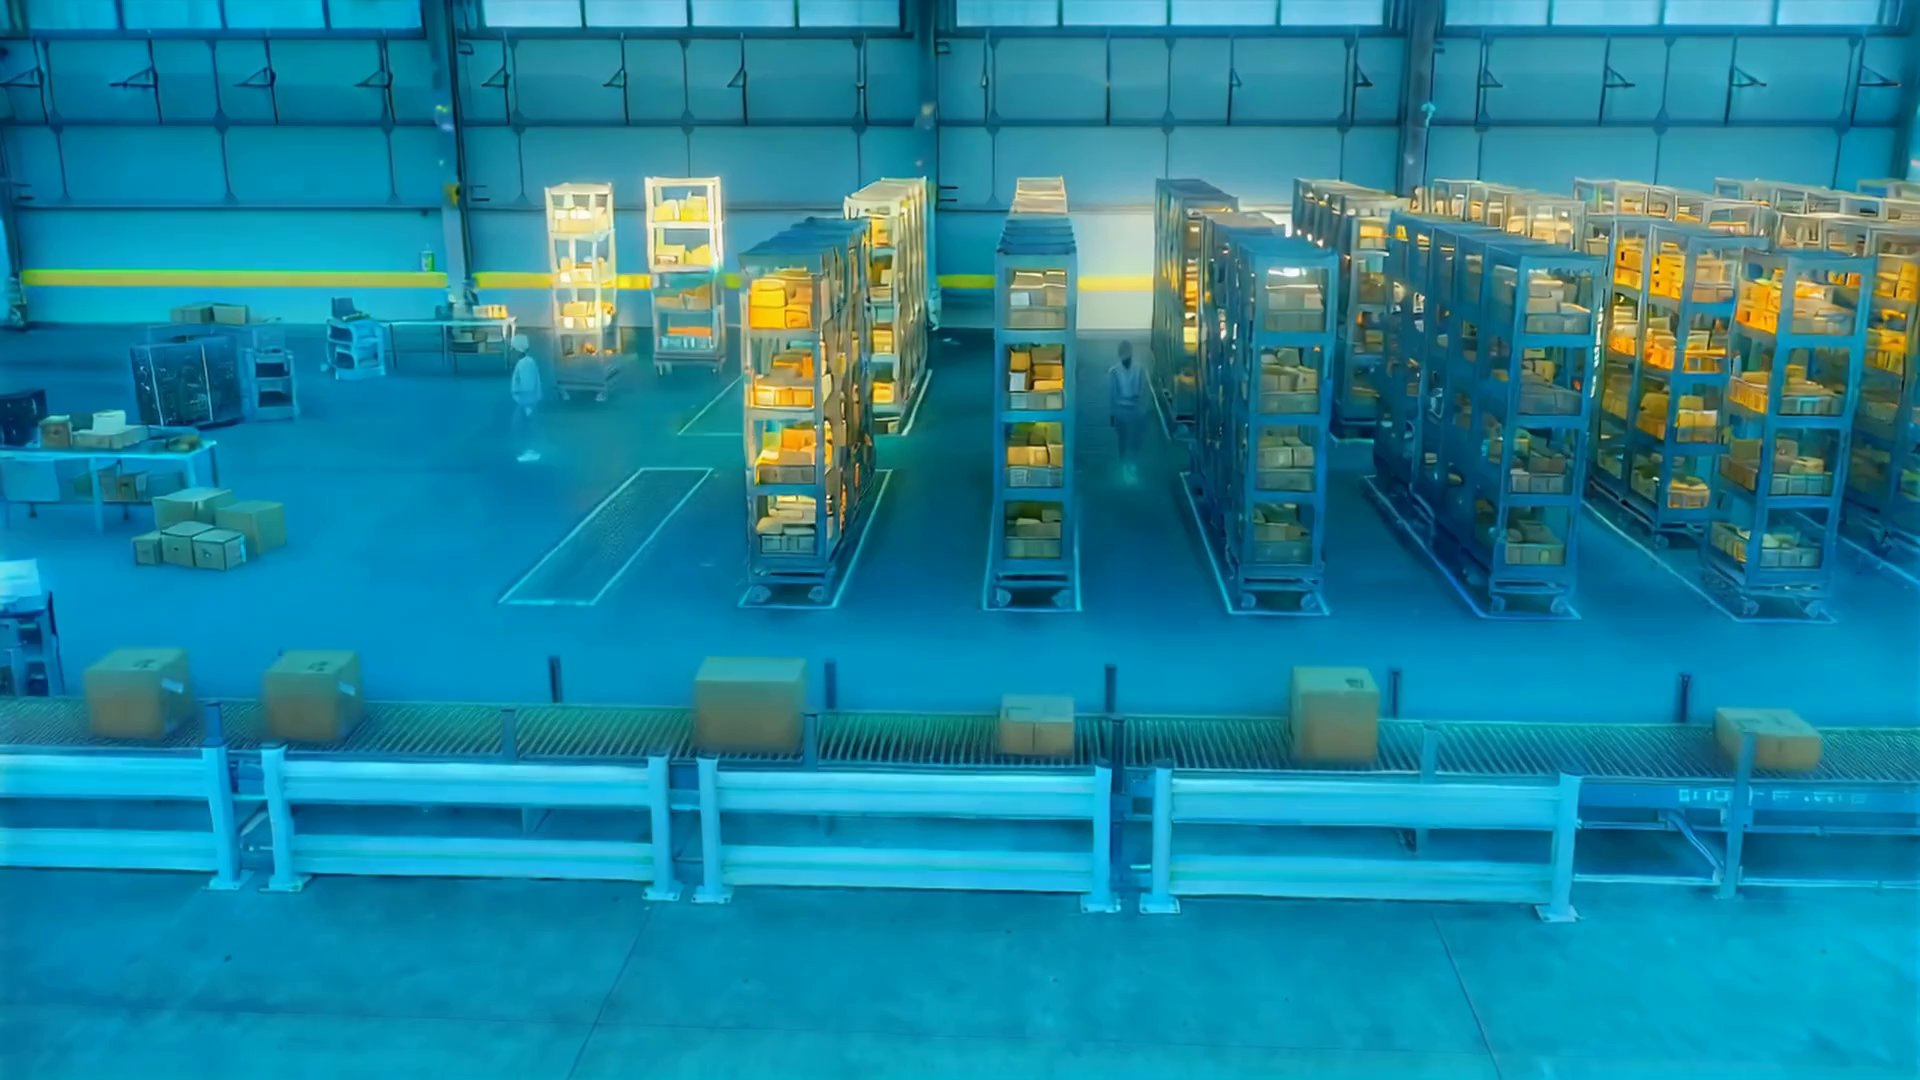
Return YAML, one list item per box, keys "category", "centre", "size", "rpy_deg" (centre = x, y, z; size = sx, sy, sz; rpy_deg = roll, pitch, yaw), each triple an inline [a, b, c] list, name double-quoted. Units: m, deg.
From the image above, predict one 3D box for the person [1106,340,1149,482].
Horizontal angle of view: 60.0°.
- category: "person"
  centre: [2.238, -1.750, 22.395]
  size: [0.620, 1.918, 0.491]
  rpy_deg: [-6, 16, -20]

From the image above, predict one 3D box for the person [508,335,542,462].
- category: "person"
  centre: [-6.153, -1.981, 23.450]
  size: [0.481, 1.815, 0.619]
  rpy_deg: [-3, 15, -10]
